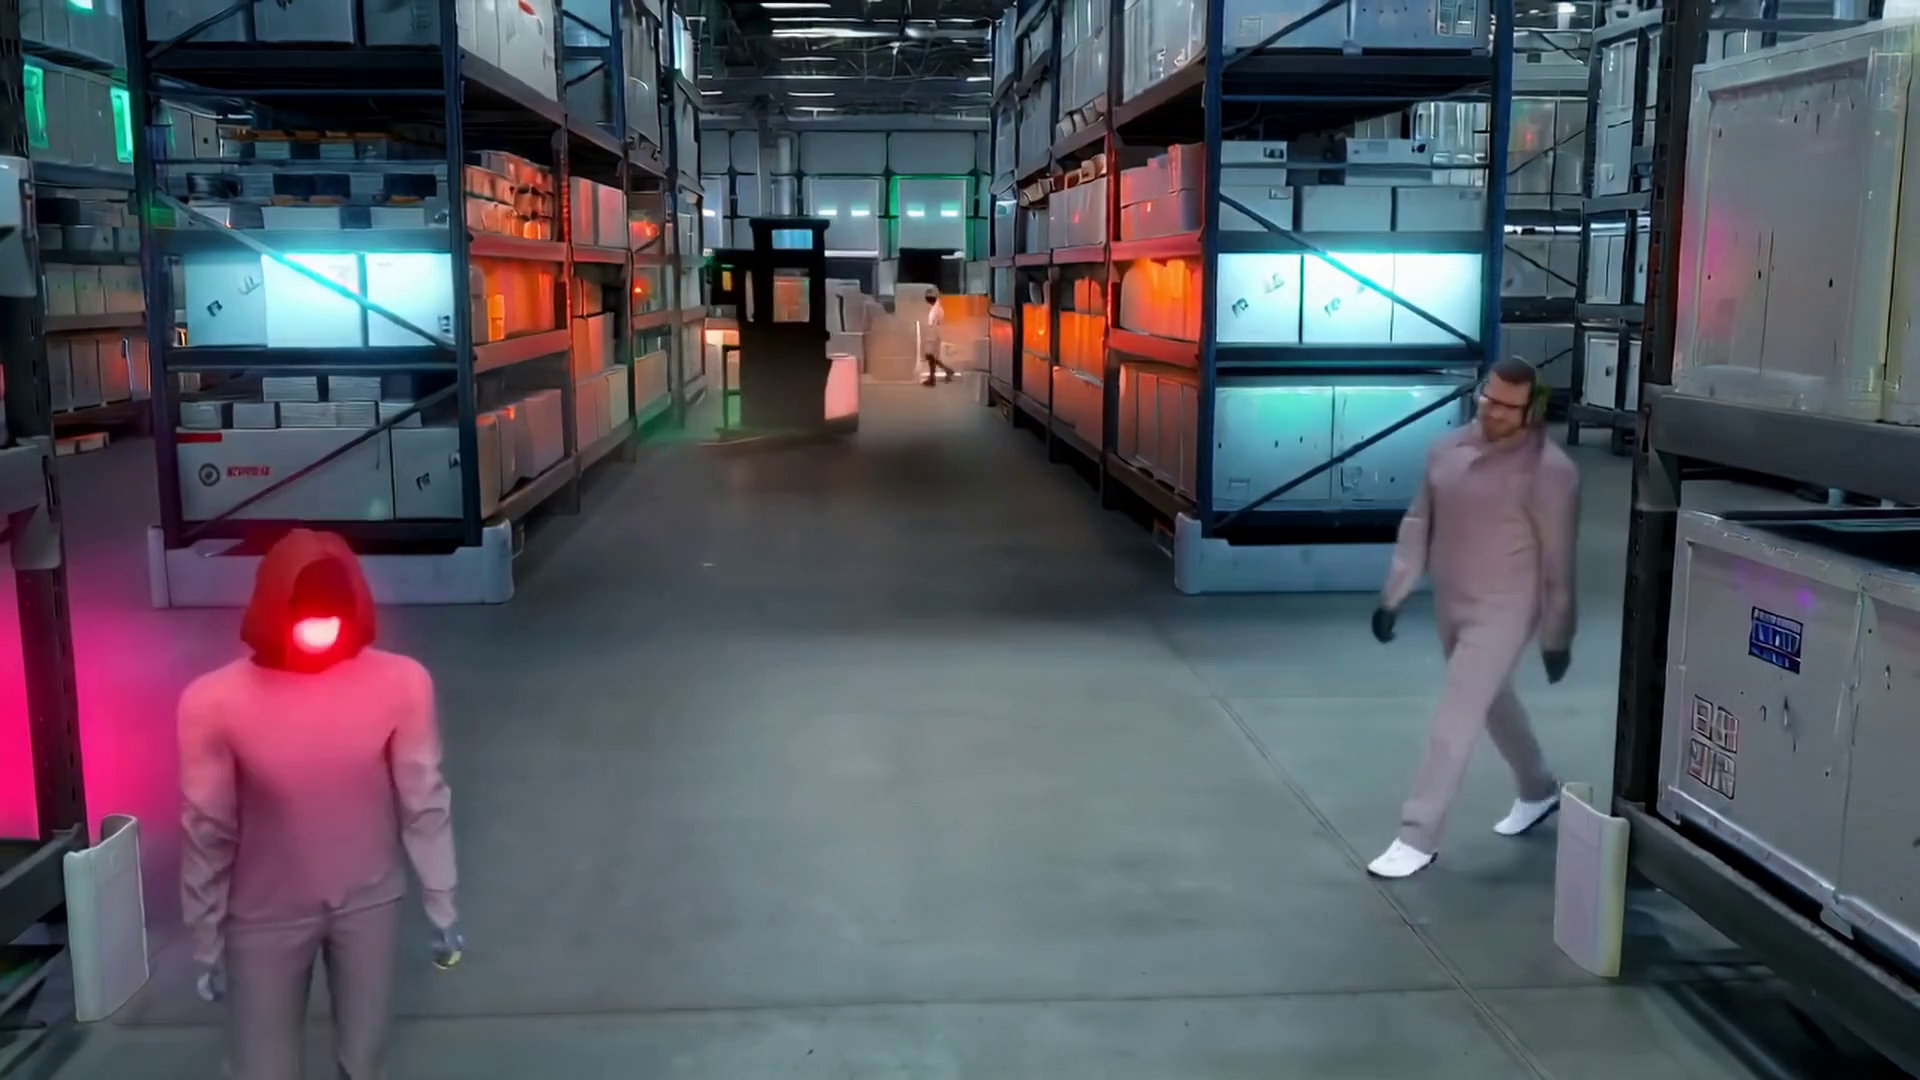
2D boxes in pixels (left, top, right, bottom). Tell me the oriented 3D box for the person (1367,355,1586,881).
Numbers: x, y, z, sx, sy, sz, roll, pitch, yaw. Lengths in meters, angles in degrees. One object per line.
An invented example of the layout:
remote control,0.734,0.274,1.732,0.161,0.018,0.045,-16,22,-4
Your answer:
person,1.909,0.255,5.972,1.016,1.846,0.659,-4,10,-25

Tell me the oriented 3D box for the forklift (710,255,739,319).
forklift,-8.368,-8.713,59.038,1.129,2.768,1.873,-1,9,-4

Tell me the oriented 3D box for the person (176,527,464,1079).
person,-1.297,0.775,3.396,0.514,1.620,0.419,-6,11,-33

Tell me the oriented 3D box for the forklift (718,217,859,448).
forklift,-2.117,-2.635,20.876,1.129,2.768,1.873,3,10,21

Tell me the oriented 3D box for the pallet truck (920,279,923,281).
pallet truck,-0.932,-8.922,63.114,1.885,1.965,0.823,2,9,13

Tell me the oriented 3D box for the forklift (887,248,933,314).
forklift,-1.178,-6.445,44.800,1.129,2.768,1.873,-7,11,-37

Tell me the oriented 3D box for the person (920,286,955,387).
person,-0.440,-3.844,31.477,0.598,1.917,0.567,-1,9,-9
